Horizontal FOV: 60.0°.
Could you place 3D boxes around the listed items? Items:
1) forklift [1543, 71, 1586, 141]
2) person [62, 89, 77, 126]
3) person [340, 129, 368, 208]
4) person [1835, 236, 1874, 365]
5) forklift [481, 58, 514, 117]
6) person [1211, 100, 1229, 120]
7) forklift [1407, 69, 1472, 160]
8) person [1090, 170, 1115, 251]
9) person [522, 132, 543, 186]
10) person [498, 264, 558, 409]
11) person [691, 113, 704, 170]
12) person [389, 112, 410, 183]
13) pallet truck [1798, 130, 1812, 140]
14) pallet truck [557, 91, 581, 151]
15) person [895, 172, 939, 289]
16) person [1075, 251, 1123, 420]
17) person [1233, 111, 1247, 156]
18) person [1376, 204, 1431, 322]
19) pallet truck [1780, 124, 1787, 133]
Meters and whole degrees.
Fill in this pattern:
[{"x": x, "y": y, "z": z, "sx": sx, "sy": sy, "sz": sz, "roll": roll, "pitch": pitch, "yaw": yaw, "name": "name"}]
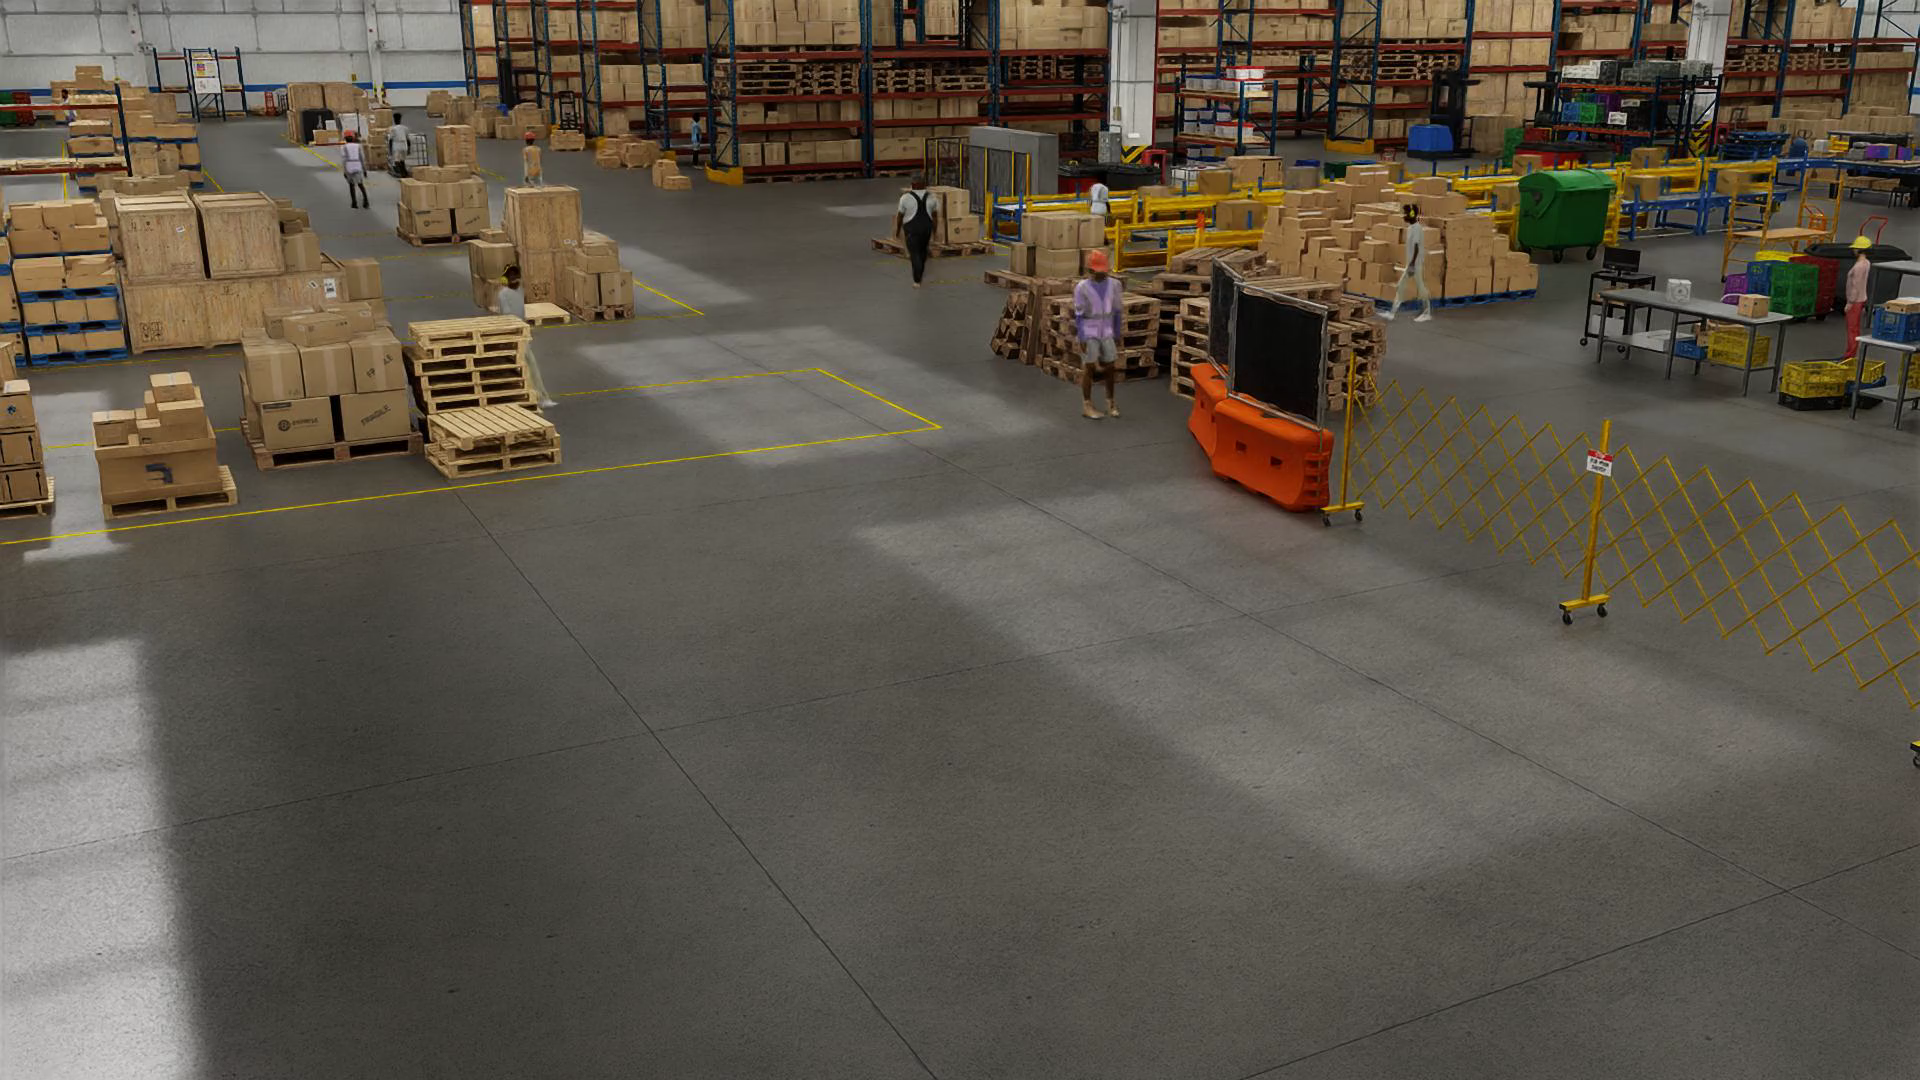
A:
[{"x": 18.685, "y": -13.231, "z": 52.085, "sx": 1.873, "sy": 2.768, "sz": 1.129, "roll": -9, "pitch": 20, "yaw": -26, "name": "forklift"}, {"x": -32.218, "y": -15.341, "z": 60.229, "sx": 0.592, "sy": 1.915, "sz": 0.391, "roll": 17, "pitch": 24, "yaw": 42, "name": "person"}, {"x": -14.792, "y": -9.055, "z": 40.649, "sx": 0.552, "sy": 1.909, "sz": 0.721, "roll": -13, "pitch": 22, "yaw": -34, "name": "person"}, {"x": 12.288, "y": -3.284, "z": 22.869, "sx": 0.308, "sy": 1.769, "sz": 0.524, "roll": 12, "pitch": 22, "yaw": 34, "name": "person"}, {"x": -17.753, "y": -17.403, "z": 65.091, "sx": 1.873, "sy": 2.768, "sz": 1.129, "roll": -9, "pitch": 20, "yaw": -26, "name": "forklift"}, {"x": 8.736, "y": -14.041, "z": 56.260, "sx": 0.675, "sy": 1.845, "sz": 1.005, "roll": -1, "pitch": 18, "yaw": -4, "name": "person"}, {"x": 15.549, "y": -13.729, "z": 53.637, "sx": 1.873, "sy": 2.768, "sz": 1.129, "roll": -9, "pitch": 20, "yaw": -26, "name": "forklift"}, {"x": 2.799, "y": -6.571, "z": 33.304, "sx": 0.887, "sy": 1.649, "sz": 0.547, "roll": -8, "pitch": 19, "yaw": -24, "name": "person"}, {"x": -10.285, "y": -8.799, "z": 39.862, "sx": 0.973, "sy": 1.887, "sz": 0.567, "roll": 16, "pitch": 24, "yaw": 41, "name": "person"}, {"x": -5.320, "y": -2.449, "z": 20.177, "sx": 0.807, "sy": 1.820, "sz": 0.595, "roll": 6, "pitch": 19, "yaw": 18, "name": "person"}, {"x": -7.976, "y": -12.085, "z": 50.420, "sx": 0.317, "sy": 1.695, "sz": 0.549, "roll": -6, "pitch": 19, "yaw": -18, "name": "person"}, {"x": -15.611, "y": -10.940, "z": 46.445, "sx": 0.645, "sy": 1.946, "sz": 0.633, "roll": 13, "pitch": 22, "yaw": 36, "name": "person"}, {"x": 25.526, "y": -11.556, "z": 49.408, "sx": 1.630, "sy": 1.274, "sz": 0.653, "roll": -9, "pitch": 20, "yaw": -26, "name": "pallet truck"}, {"x": -13.495, "y": -14.412, "z": 57.188, "sx": 0.823, "sy": 1.965, "sz": 1.885, "roll": -3, "pitch": 18, "yaw": -9, "name": "pallet truck"}, {"x": -0.793, "y": -5.504, "z": 29.347, "sx": 0.700, "sy": 2.000, "sz": 1.029, "roll": -7, "pitch": 19, "yaw": -21, "name": "person"}, {"x": 1.680, "y": -2.442, "z": 19.836, "sx": 0.628, "sy": 2.020, "sz": 0.473, "roll": -6, "pitch": 19, "yaw": -17, "name": "person"}, {"x": 8.772, "y": -12.629, "z": 52.130, "sx": 0.535, "sy": 1.678, "sz": 0.438, "roll": 14, "pitch": 23, "yaw": 38, "name": "person"}, {"x": 7.016, "y": -4.313, "z": 25.990, "sx": 0.938, "sy": 1.811, "sz": 0.681, "roll": 0, "pitch": 18, "yaw": -1, "name": "person"}, {"x": 25.206, "y": -12.542, "z": 52.601, "sx": 1.601, "sy": 1.201, "sz": 0.680, "roll": 0, "pitch": 18, "yaw": -2, "name": "pallet truck"}]
